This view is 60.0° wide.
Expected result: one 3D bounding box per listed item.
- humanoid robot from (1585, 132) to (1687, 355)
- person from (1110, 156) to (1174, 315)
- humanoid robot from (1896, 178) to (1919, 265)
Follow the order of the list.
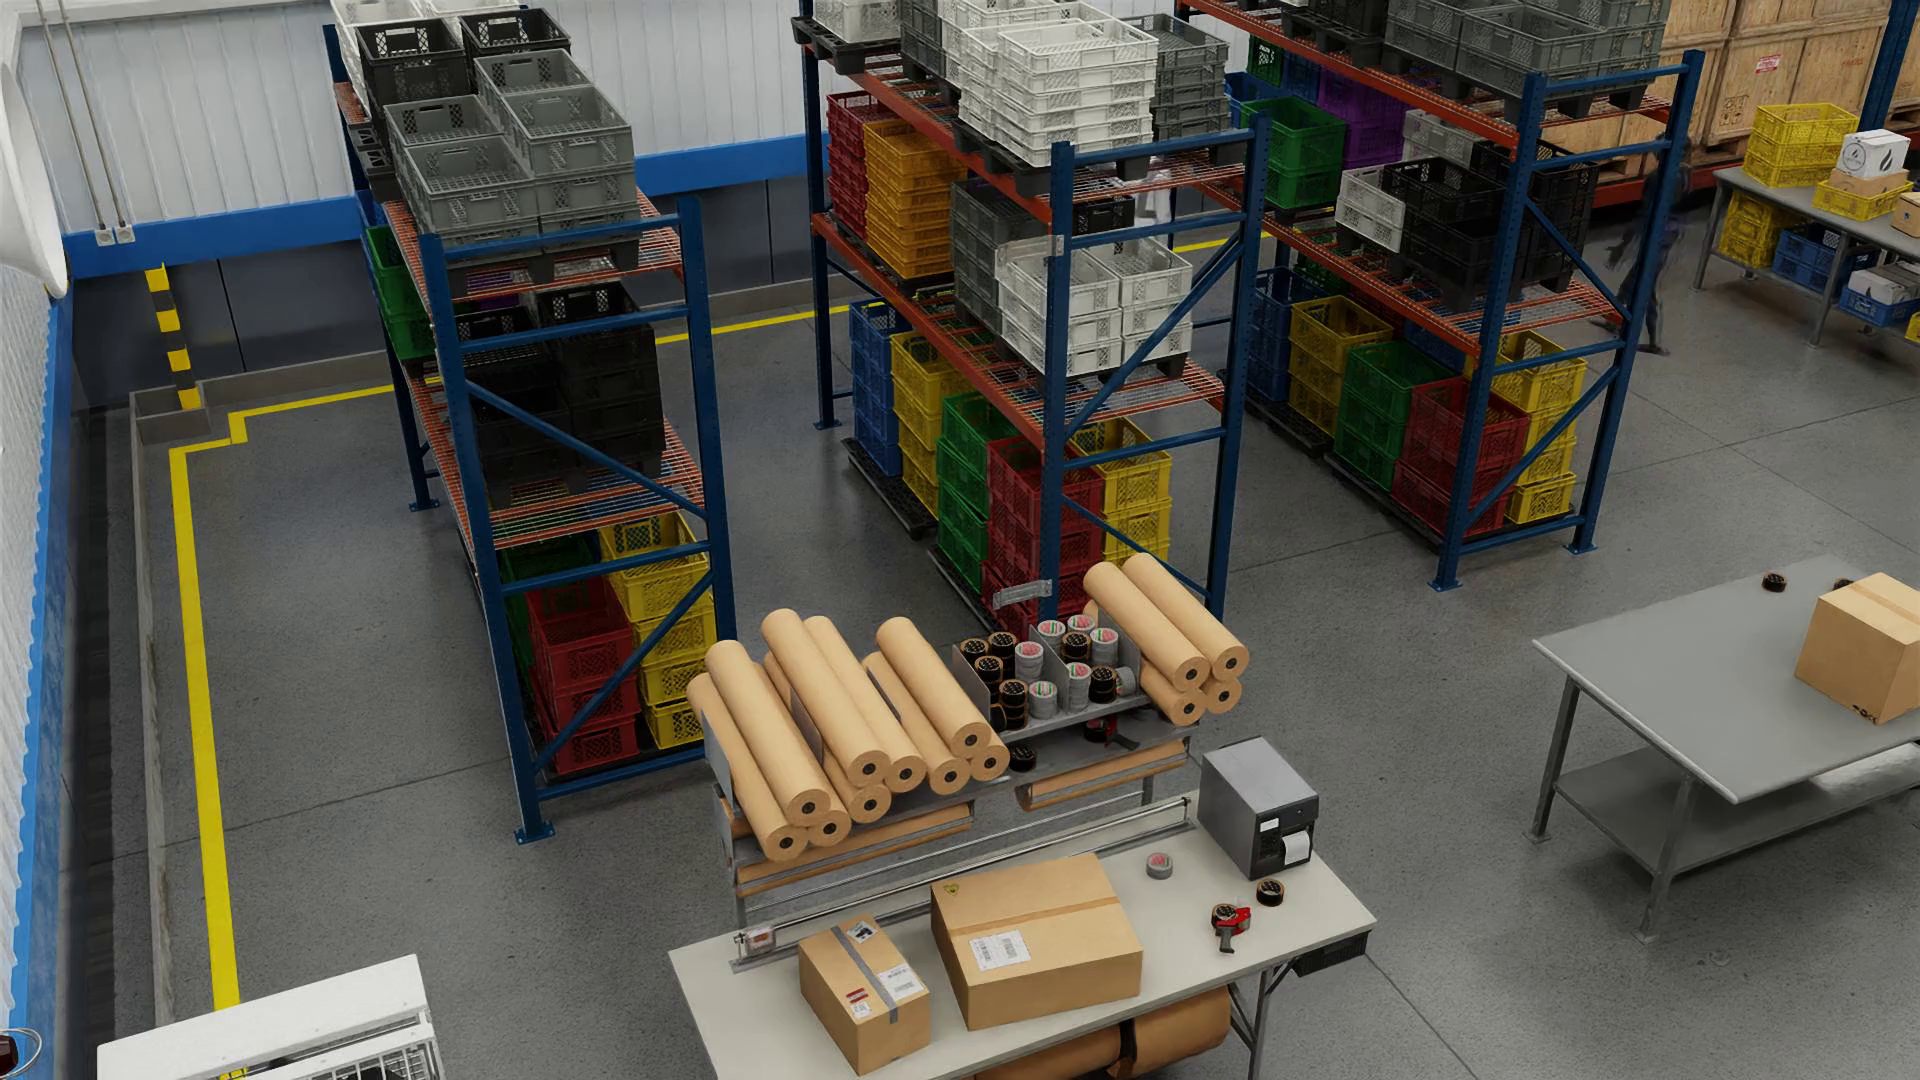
[{"bbox_3d":[5.009,-2.184,12.198,0.696,1.632,0.576,16,35,25],"label":"humanoid robot"},{"bbox_3d":[1.284,-2.171,11.991,0.571,1.854,0.574,-28,41,-37],"label":"person"},{"bbox_3d":[7.429,-2.542,12.740,0.327,1.660,0.589,26,40,35],"label":"humanoid robot"}]
